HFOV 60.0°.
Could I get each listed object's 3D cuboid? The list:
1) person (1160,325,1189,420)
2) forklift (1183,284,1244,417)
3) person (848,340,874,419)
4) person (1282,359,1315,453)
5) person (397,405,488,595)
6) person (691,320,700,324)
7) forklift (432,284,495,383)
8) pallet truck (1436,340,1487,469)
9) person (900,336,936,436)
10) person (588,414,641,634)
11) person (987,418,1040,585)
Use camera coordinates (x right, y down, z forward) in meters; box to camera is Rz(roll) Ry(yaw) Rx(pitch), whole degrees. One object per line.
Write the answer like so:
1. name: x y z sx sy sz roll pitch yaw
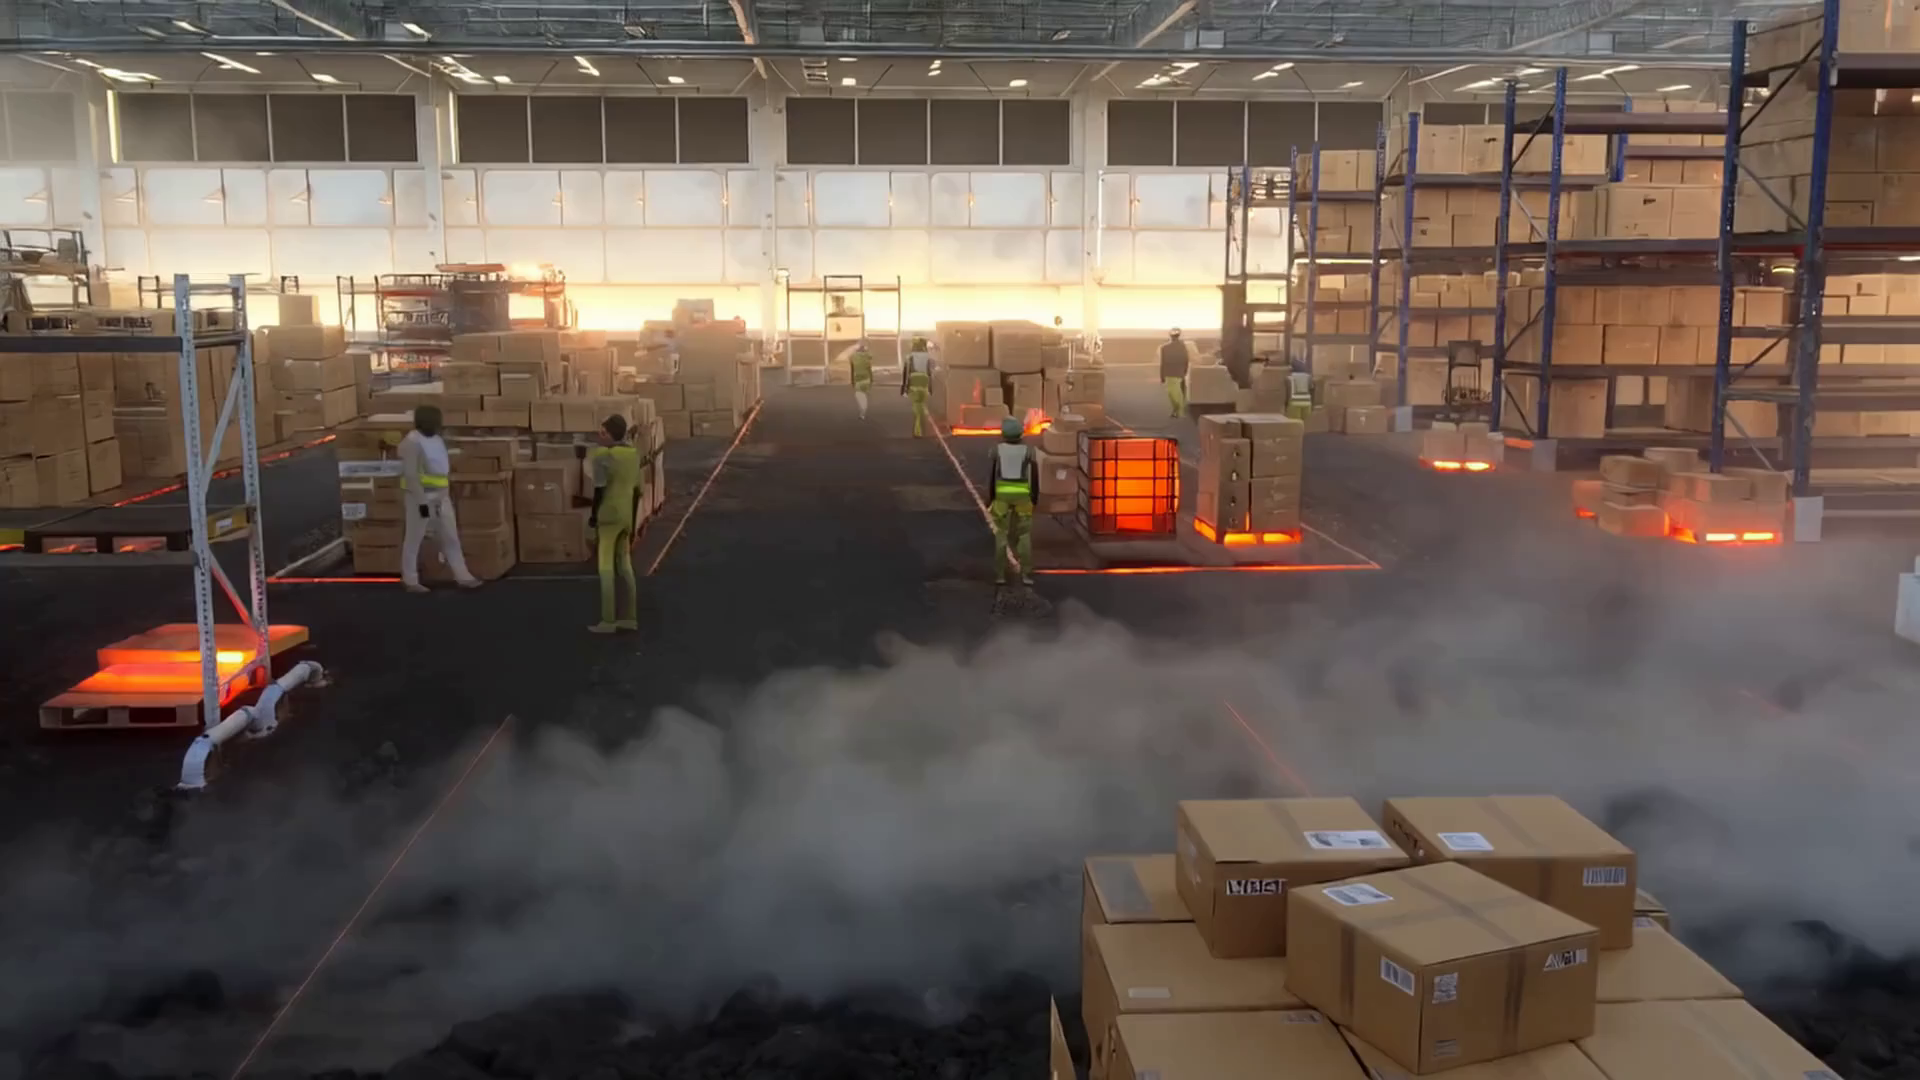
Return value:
1. person: 4.487 -3.495 34.796 0.643 1.974 0.440 -2 9 -11
2. forklift: 5.785 -4.066 35.561 1.873 2.768 1.129 0 9 -1
3. person: -2.060 -3.385 35.082 0.535 1.667 0.781 -4 10 -22
4. person: 5.781 -2.289 28.460 0.520 1.583 0.888 -2 9 -14
5. person: -4.937 -0.360 15.664 0.860 1.806 0.633 4 10 23
6. person: -6.605 -4.549 41.610 0.569 1.912 0.725 -2 9 -11
7. forklift: -10.647 -4.218 36.513 1.873 2.768 1.129 7 11 36
8. pallet truck: 8.004 -2.170 26.422 0.823 1.965 1.885 2 9 14
9. person: -0.813 -2.919 31.503 0.642 1.864 0.998 -4 10 -21
10. person: -2.930 -0.132 14.076 0.355 1.859 0.526 7 11 36
11. person: 0.521 -0.366 16.215 0.519 1.640 0.307 1 9 4
